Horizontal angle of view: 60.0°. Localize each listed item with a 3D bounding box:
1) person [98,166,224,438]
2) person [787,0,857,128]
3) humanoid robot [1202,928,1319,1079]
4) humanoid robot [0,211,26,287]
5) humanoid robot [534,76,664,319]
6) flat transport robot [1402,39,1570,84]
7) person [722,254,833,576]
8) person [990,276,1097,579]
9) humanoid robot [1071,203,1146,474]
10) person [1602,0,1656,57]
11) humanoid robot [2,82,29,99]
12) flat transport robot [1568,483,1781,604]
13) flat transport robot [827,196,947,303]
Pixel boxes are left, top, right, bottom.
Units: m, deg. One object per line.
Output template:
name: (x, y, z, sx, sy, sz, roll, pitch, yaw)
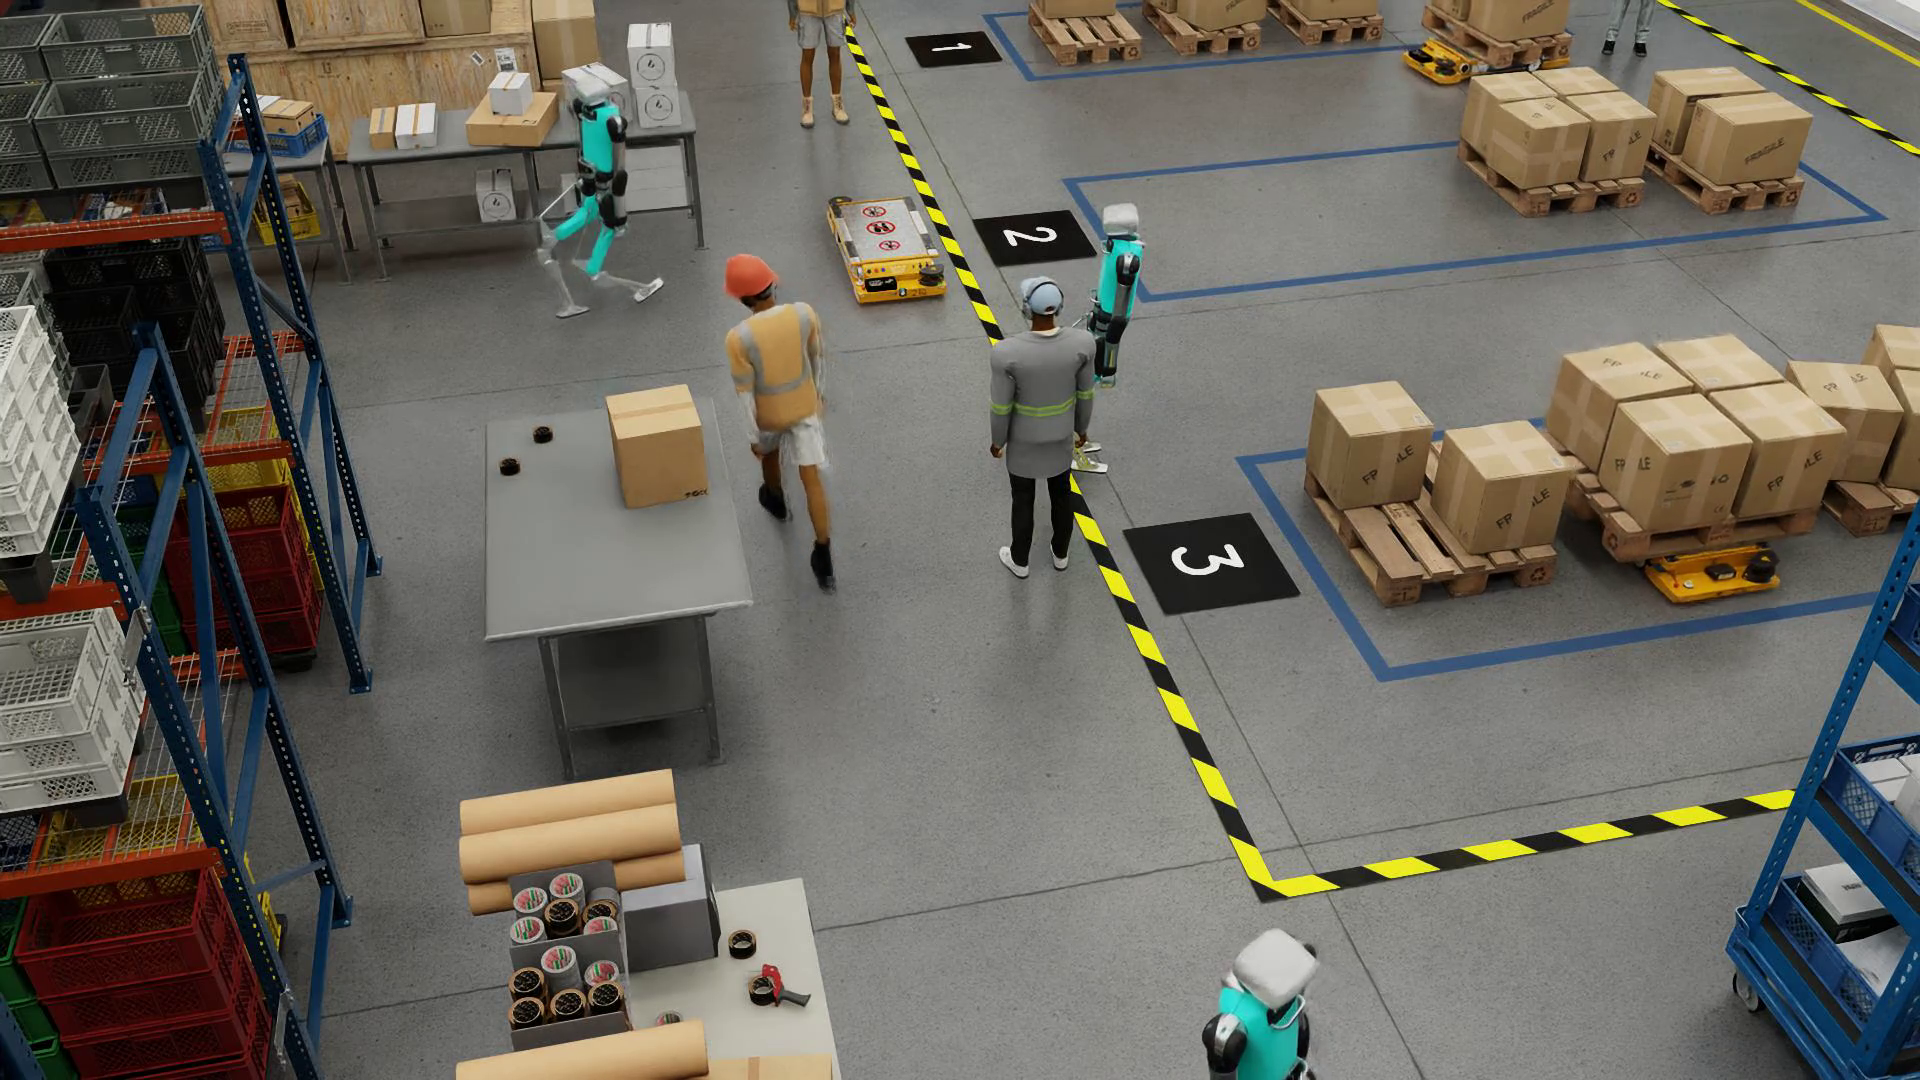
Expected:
person: (-4.948, -1.475, 10.228, 0.502, 1.836, 0.336, 26, 44, 31)
person: (-1.173, -4.525, 14.160, 0.607, 2.032, 0.402, -7, 37, -9)
humanoid robot: (1.147, 2.105, 5.590, 0.723, 1.901, 0.543, 26, 44, 31)
humanoid robot: (-5.885, -1.594, 10.533, 0.601, 1.616, 0.653, 25, 43, 30)
humanoid robot: (-2.575, -2.253, 11.371, 1.041, 1.741, 0.551, -28, 45, -32)
flat transport robot: (4.976, -4.602, 15.715, 1.431, 0.197, 0.652, -13, 39, -17)
person: (-0.985, -0.719, 9.179, 0.569, 1.866, 1.028, -13, 39, -17)
person: (0.434, -0.604, 9.039, 0.588, 1.852, 0.370, -9, 38, -12)
humanoid robot: (0.682, -1.172, 9.786, 0.735, 1.677, 0.533, -1, 37, -1)
person: (6.443, -5.461, 15.579, 0.599, 1.834, 0.404, 7, 37, 10)
humanoid robot: (-7.278, -3.495, 12.912, 0.735, 1.673, 0.533, -18, 40, -23)
flat transport robot: (4.109, -0.171, 9.760, 0.652, 0.197, 1.431, -8, 37, -10)
flat transport robot: (-0.570, -2.220, 12.538, 0.659, 0.231, 1.431, -8, 37, -10)
